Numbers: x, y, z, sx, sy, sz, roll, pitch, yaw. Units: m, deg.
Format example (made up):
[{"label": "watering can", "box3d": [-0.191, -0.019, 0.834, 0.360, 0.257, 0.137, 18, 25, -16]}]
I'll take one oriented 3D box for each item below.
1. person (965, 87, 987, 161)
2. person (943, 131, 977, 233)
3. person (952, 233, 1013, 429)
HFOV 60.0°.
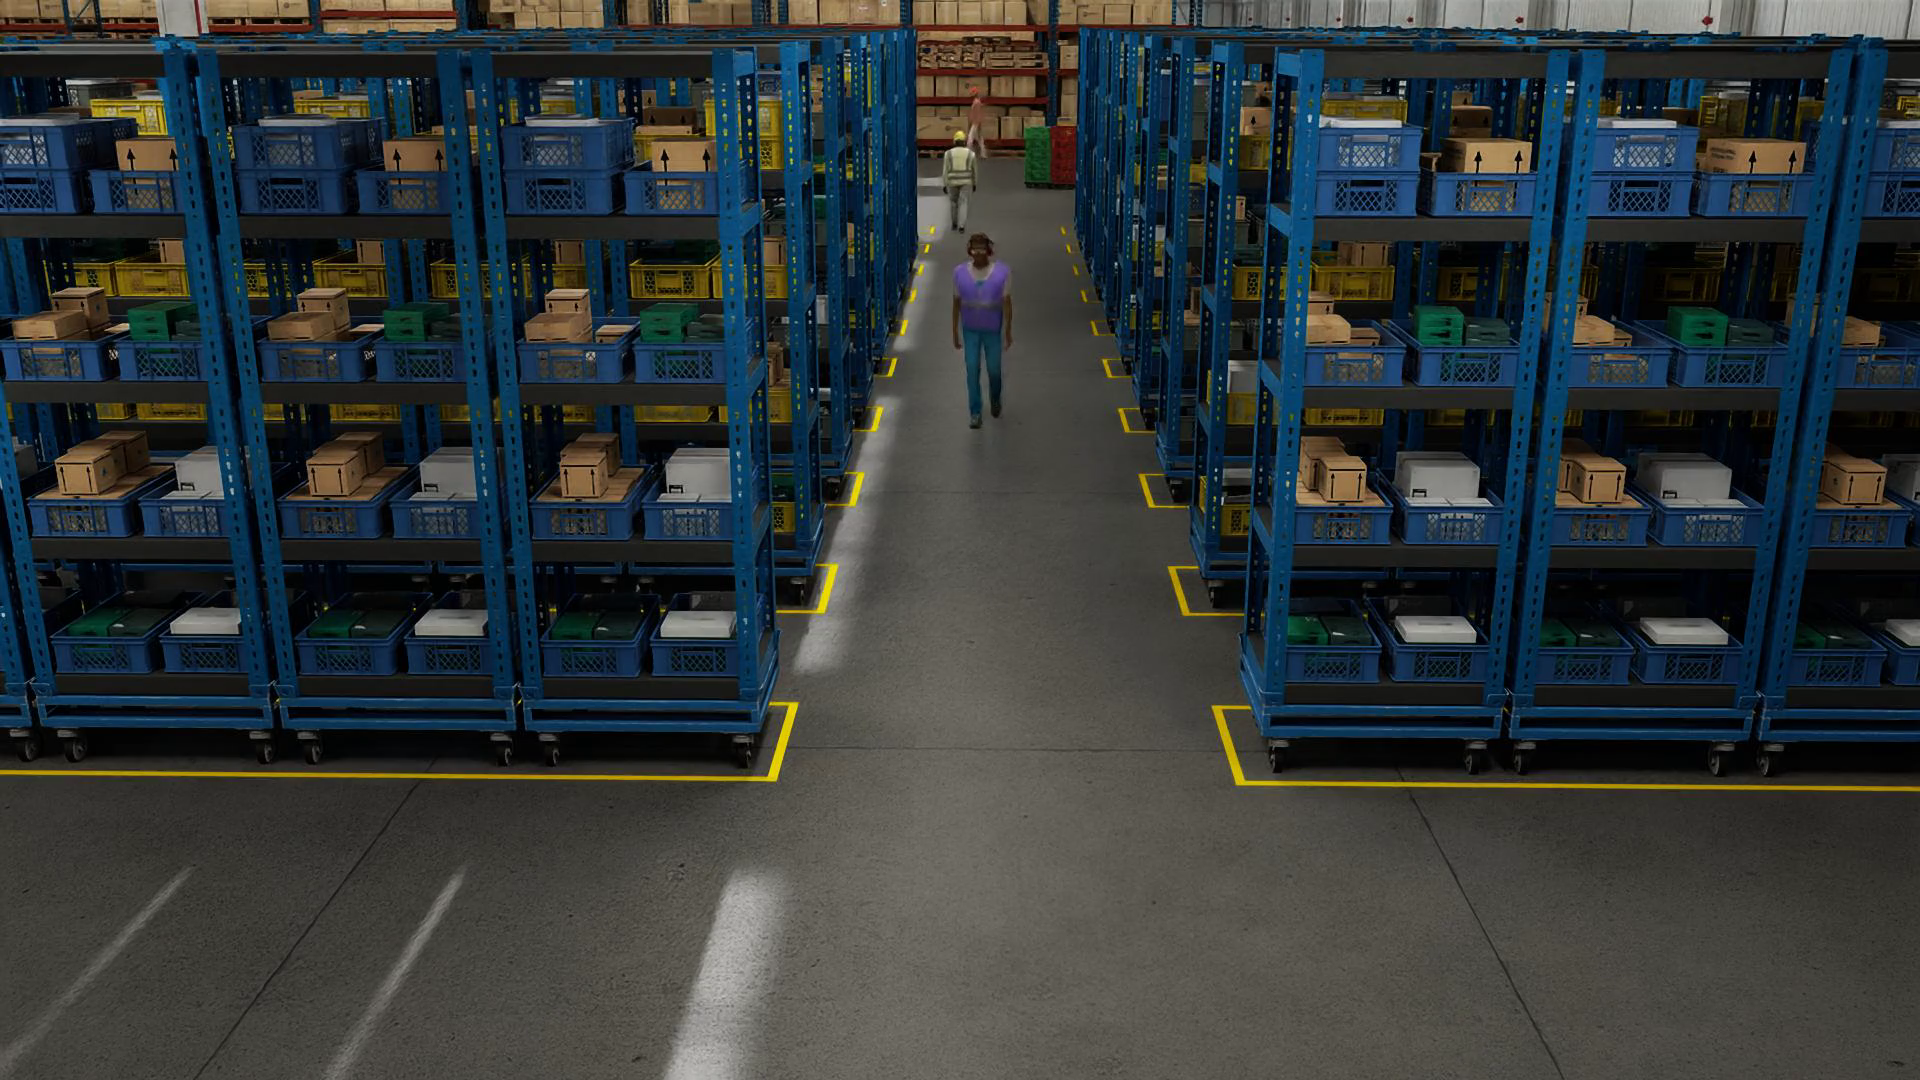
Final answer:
[{"label": "person", "box3d": [0.297, -11.254, 45.024, 0.971, 1.948, 0.662, -1, 17, -3]}, {"label": "person", "box3d": [0.004, -6.467, 30.052, 0.616, 1.781, 0.922, 0, 17, 0]}, {"label": "person", "box3d": [0.207, -1.976, 15.647, 0.587, 1.835, 0.445, 3, 18, 9]}]
